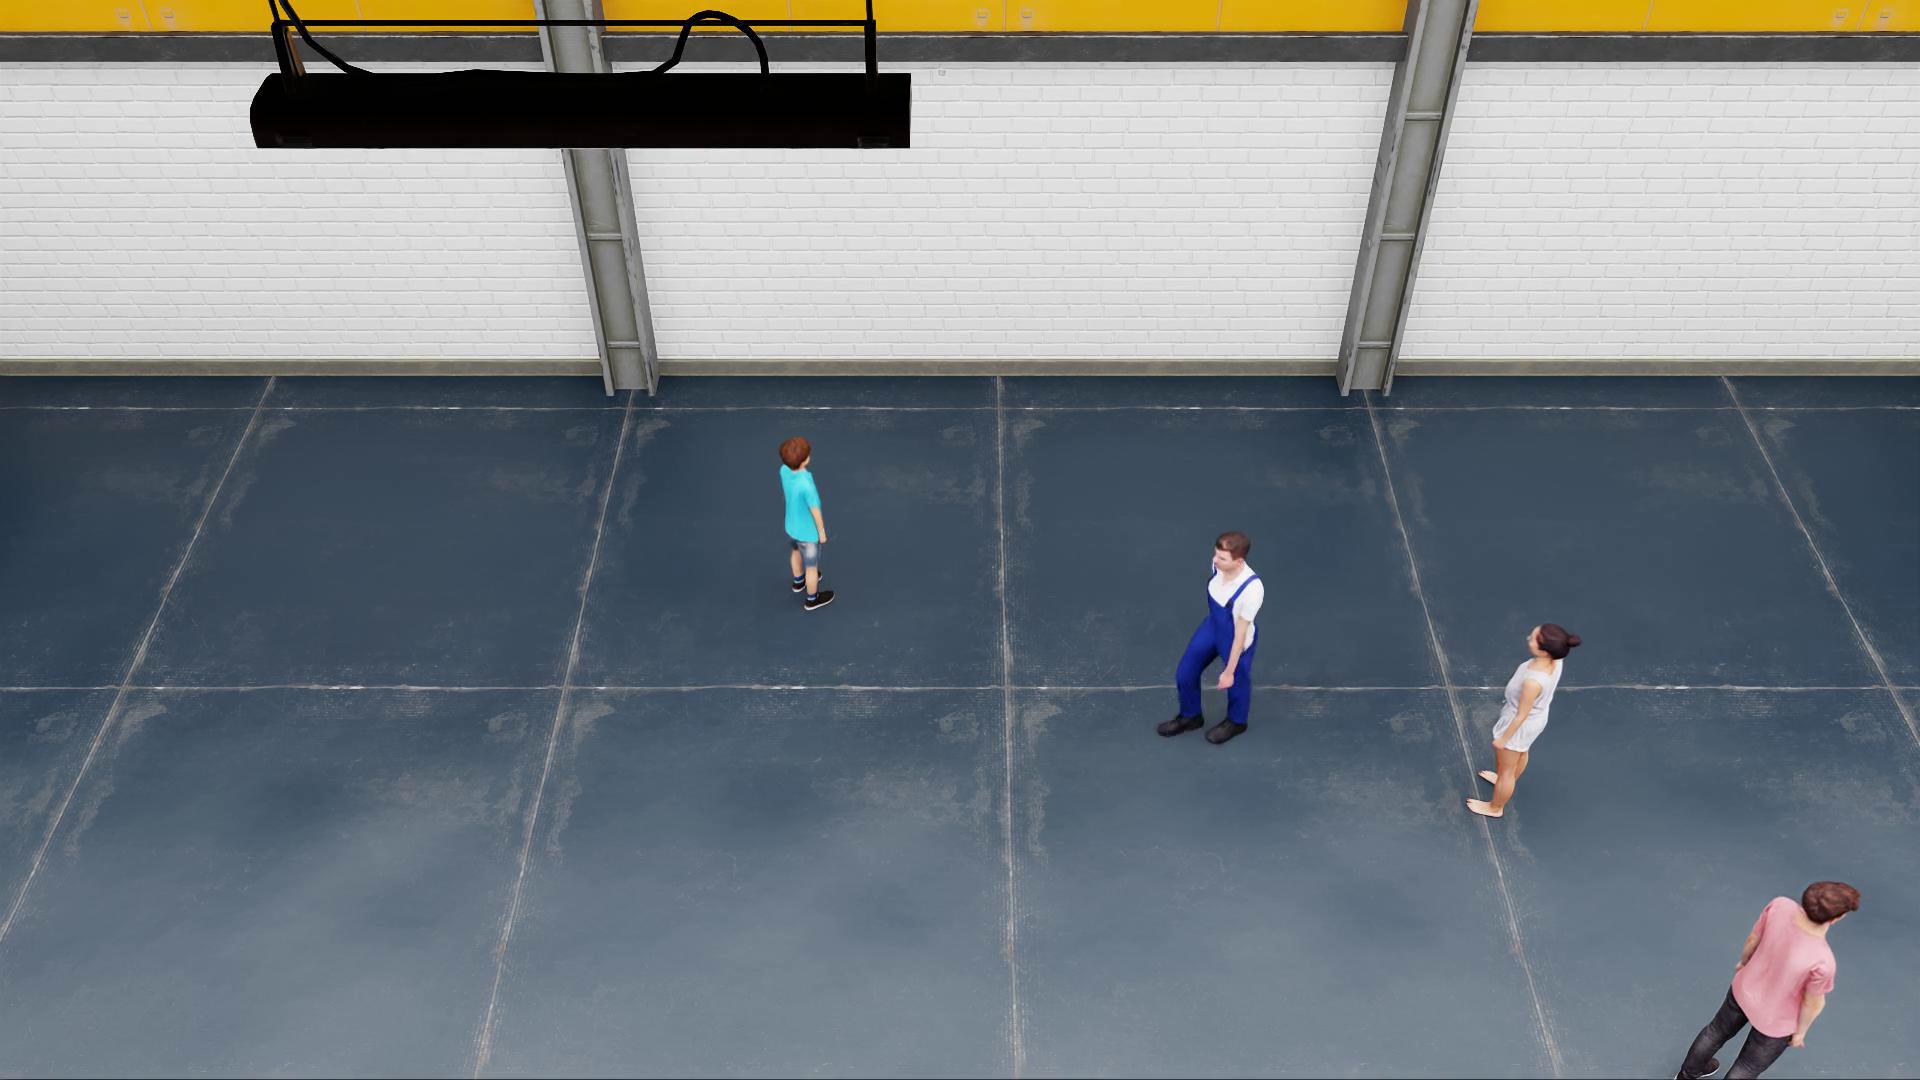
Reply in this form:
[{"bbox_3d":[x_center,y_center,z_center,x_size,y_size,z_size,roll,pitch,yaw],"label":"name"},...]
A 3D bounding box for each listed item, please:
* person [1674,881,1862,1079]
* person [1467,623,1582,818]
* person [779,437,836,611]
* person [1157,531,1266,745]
[{"bbox_3d":[4.095,2.341,8.460,0.660,1.958,0.700,-14,45,-14],"label":"person"},{"bbox_3d":[3.401,1.072,10.035,0.692,1.621,0.657,25,49,24],"label":"person"},{"bbox_3d":[-1.083,-0.115,11.405,0.660,1.451,0.614,-28,50,-26],"label":"person"},{"bbox_3d":[1.756,0.600,10.380,0.947,1.830,0.852,-23,48,-22],"label":"person"}]
